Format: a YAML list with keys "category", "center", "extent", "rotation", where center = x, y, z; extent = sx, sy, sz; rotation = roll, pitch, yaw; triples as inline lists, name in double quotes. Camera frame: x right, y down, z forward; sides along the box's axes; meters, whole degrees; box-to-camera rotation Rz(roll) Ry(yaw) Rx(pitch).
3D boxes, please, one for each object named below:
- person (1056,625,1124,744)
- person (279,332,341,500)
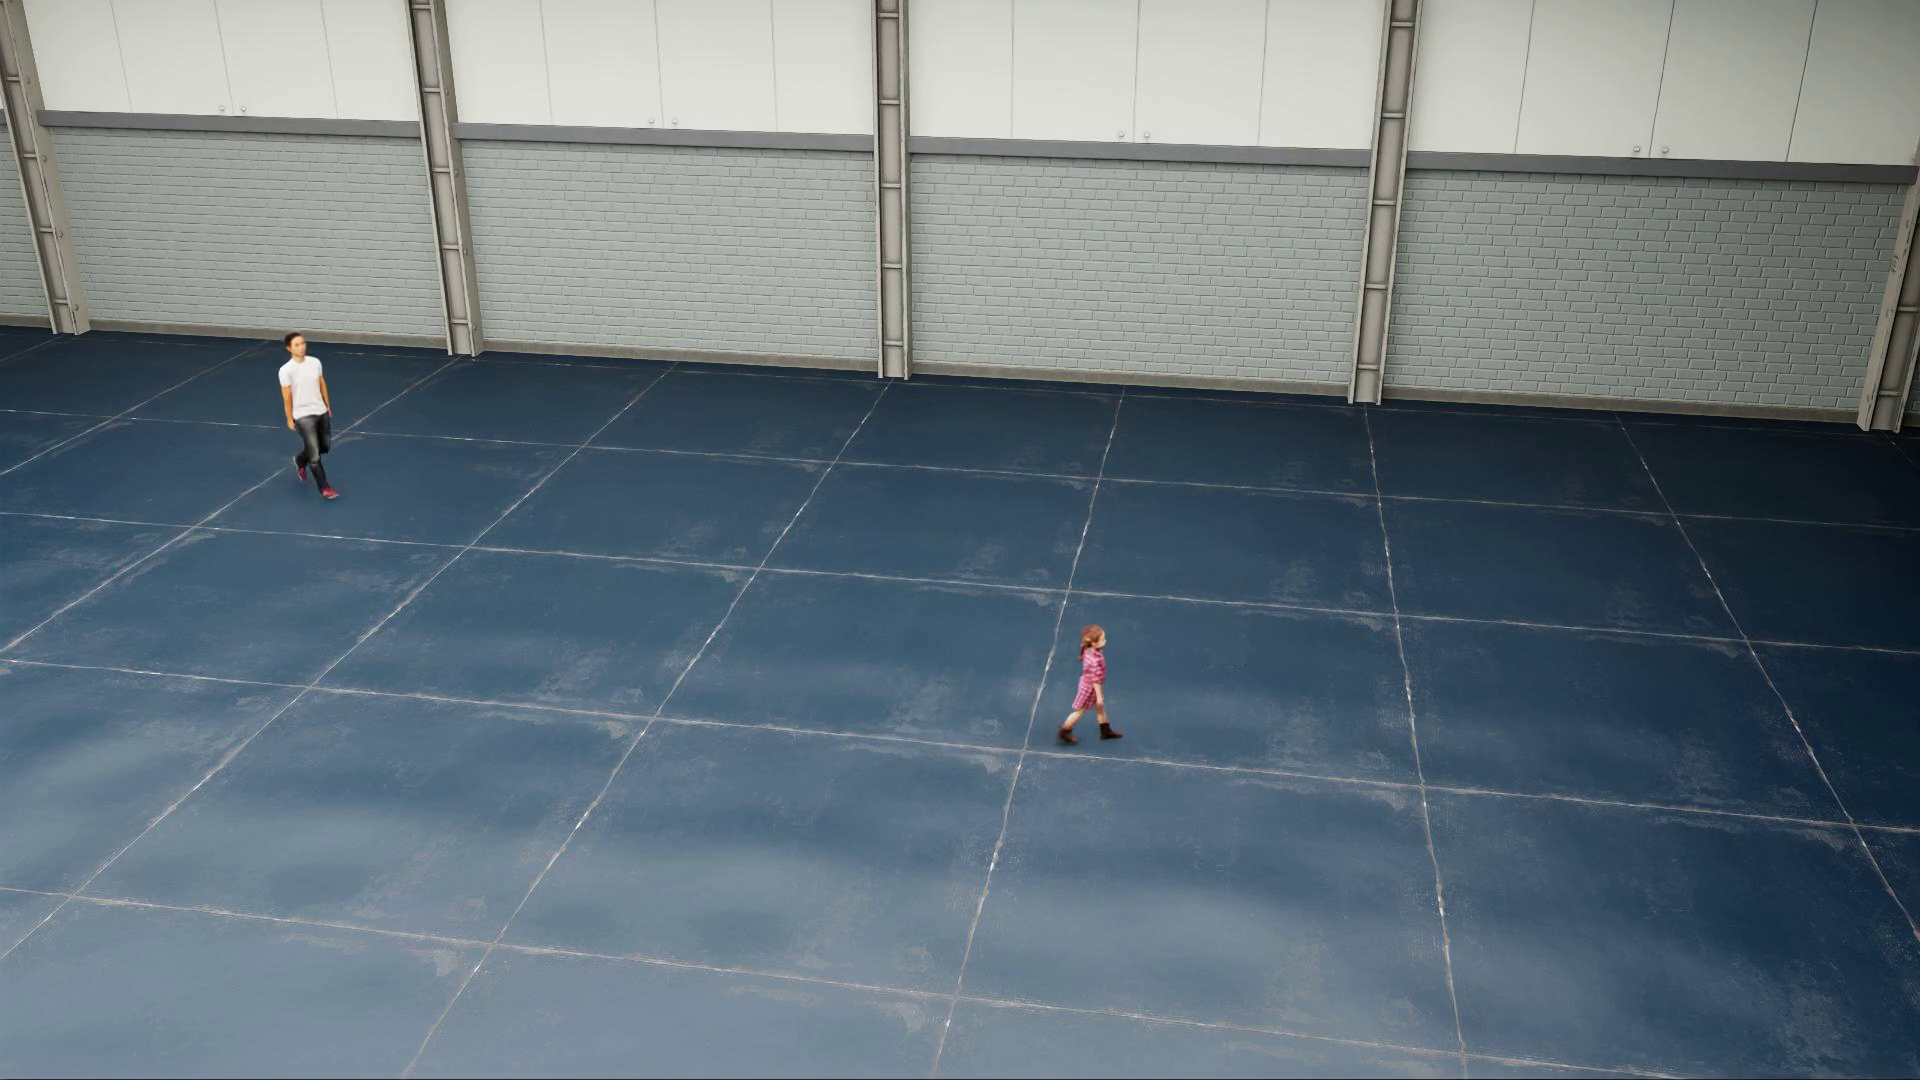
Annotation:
- category: "person"
  center: [0.963, 1.120, 12.781]
  extent: [0.780, 1.012, 0.538]
  rotation: [-1, 23, -3]
- category: "person"
  center: [-6.913, -1.335, 17.564]
  extent: [1.104, 1.787, 0.901]
  rotation: [15, 28, 32]
